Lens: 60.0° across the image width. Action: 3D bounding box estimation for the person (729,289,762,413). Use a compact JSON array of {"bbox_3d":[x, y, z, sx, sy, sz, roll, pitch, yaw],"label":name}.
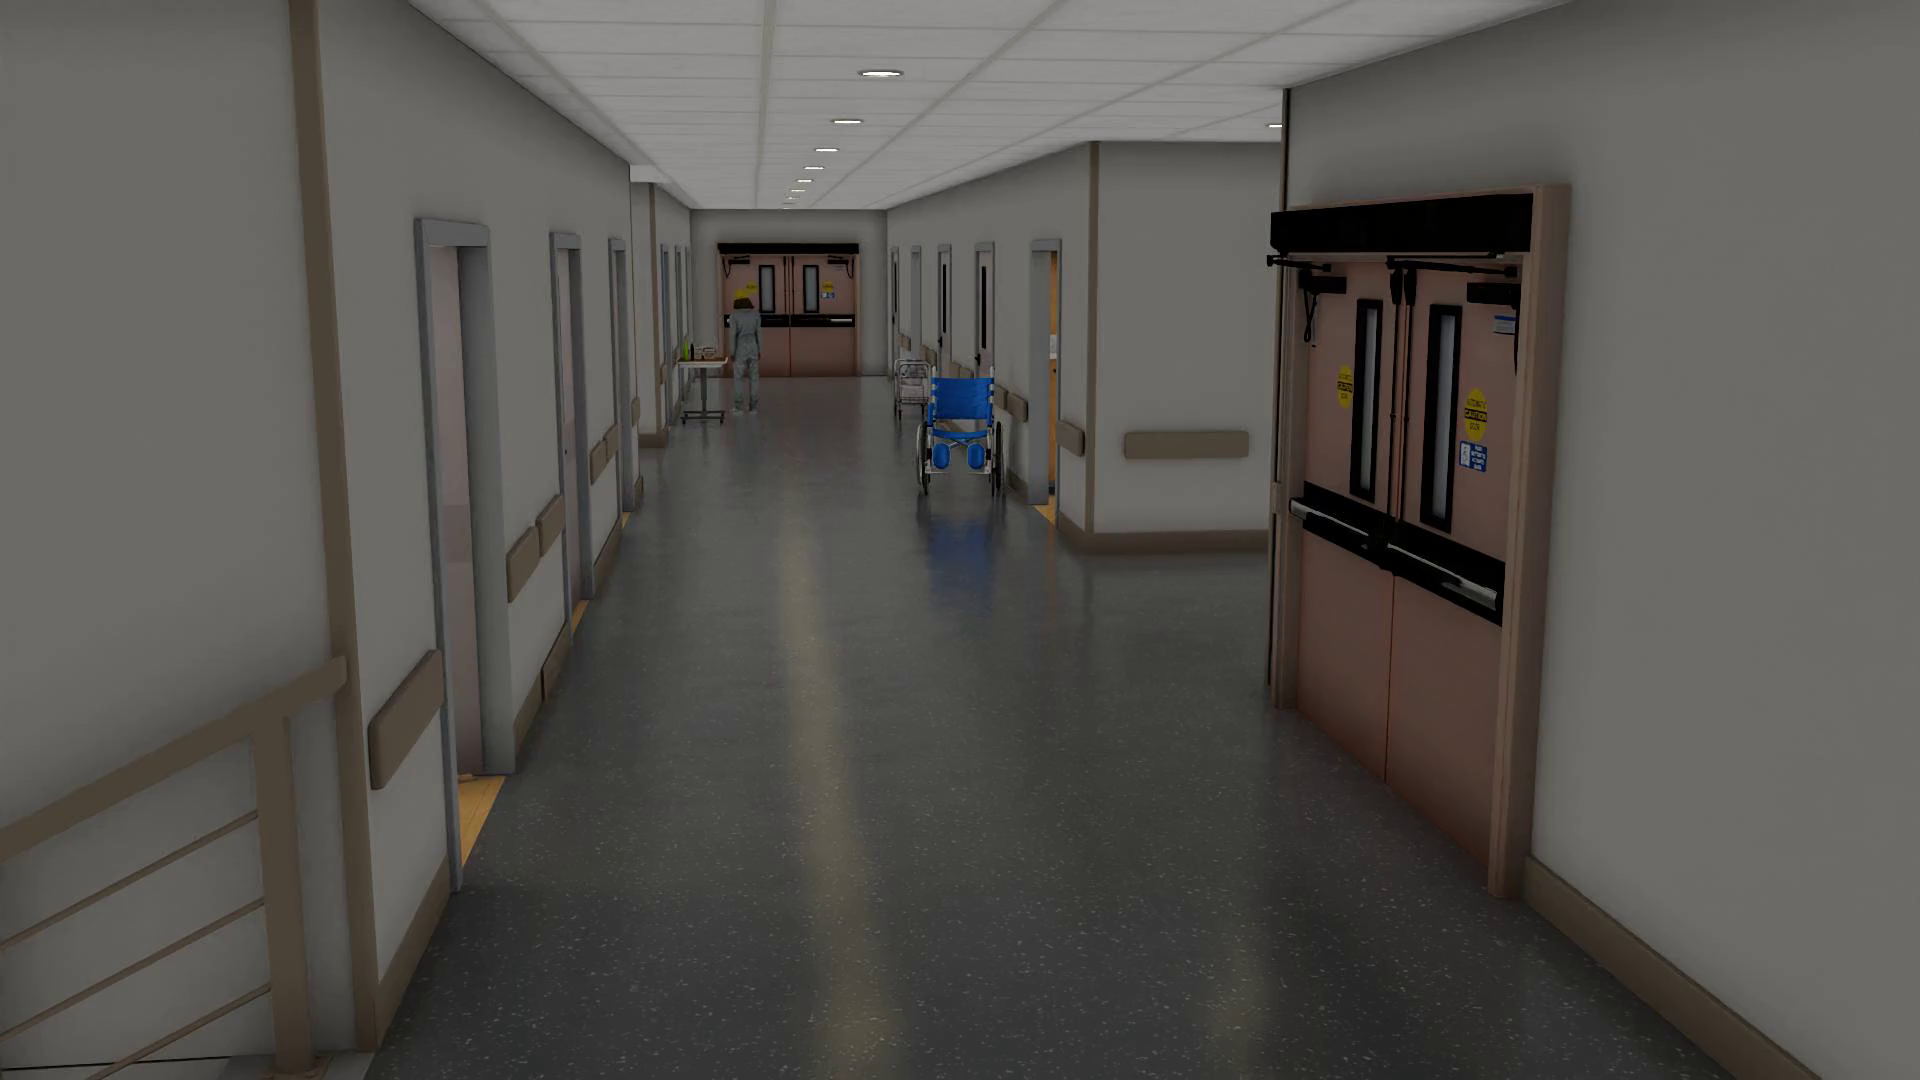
[{"bbox_3d":[-3.028,-2.650,23.362,0.490,1.730,0.328,-6,11,-31],"label":"person"}]
